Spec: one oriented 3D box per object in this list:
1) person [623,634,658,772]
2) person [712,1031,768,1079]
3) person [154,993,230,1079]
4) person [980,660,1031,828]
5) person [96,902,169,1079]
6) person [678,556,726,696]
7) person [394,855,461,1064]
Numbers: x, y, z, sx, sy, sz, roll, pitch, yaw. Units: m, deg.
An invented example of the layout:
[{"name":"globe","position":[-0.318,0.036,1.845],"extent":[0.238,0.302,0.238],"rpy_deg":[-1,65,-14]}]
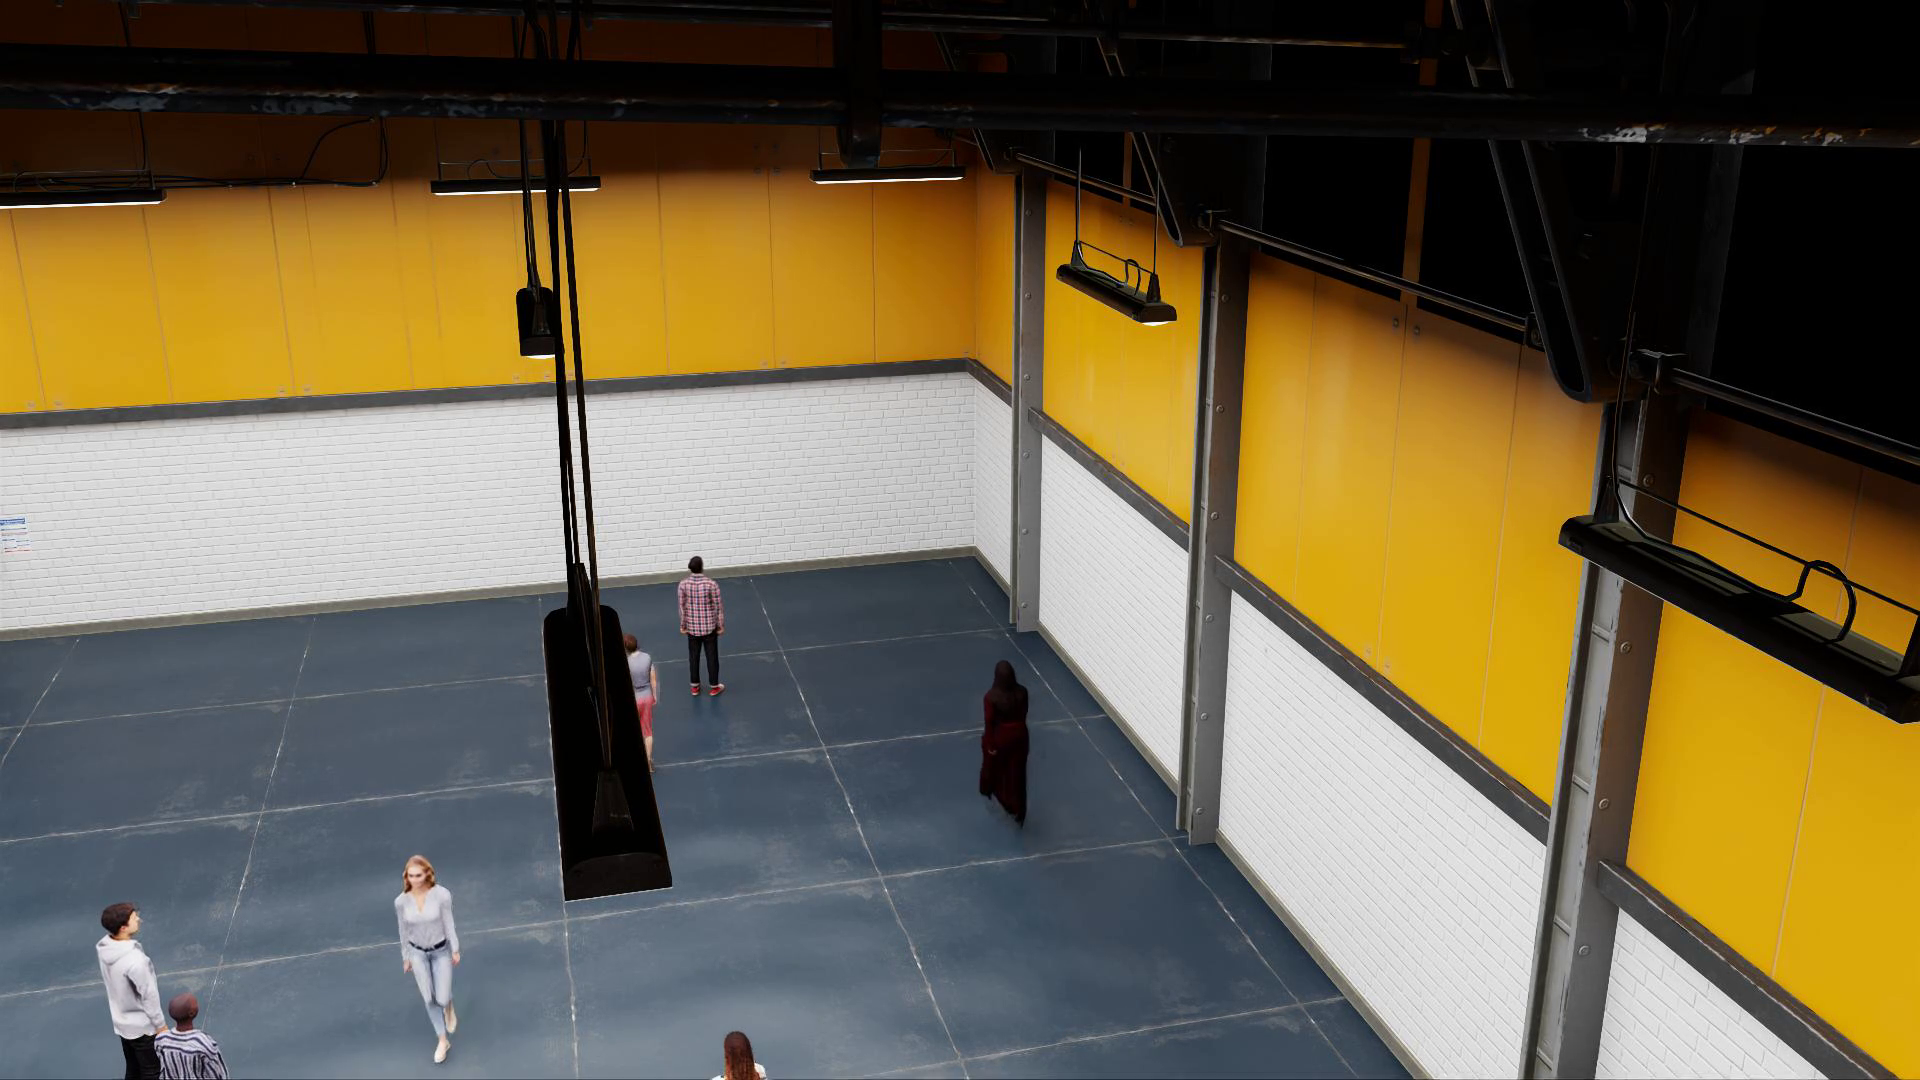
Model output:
[{"name":"person","position":[-3.502,1.773,18.130],"extent":[0.718,1.638,0.714],"rpy_deg":[-8,20,-23]},{"name":"person","position":[-1.438,4.108,11.165],"extent":[0.762,1.659,1.052],"rpy_deg":[-9,20,-24]},{"name":"person","position":[-5.254,3.922,11.504],"extent":[0.692,1.796,0.664],"rpy_deg":[3,19,8]},{"name":"person","position":[0.520,2.111,17.028],"extent":[0.673,1.702,1.120],"rpy_deg":[-6,19,-16]},{"name":"person","position":[-6.125,3.563,12.358],"extent":[0.765,1.931,0.836],"rpy_deg":[12,22,31]},{"name":"person","position":[-3.134,1.029,20.148],"extent":[0.767,1.761,0.700],"rpy_deg":[1,19,3]},{"name":"person","position":[-4.236,3.295,13.371],"extent":[0.694,1.791,0.795],"rpy_deg":[-1,19,-3]}]
